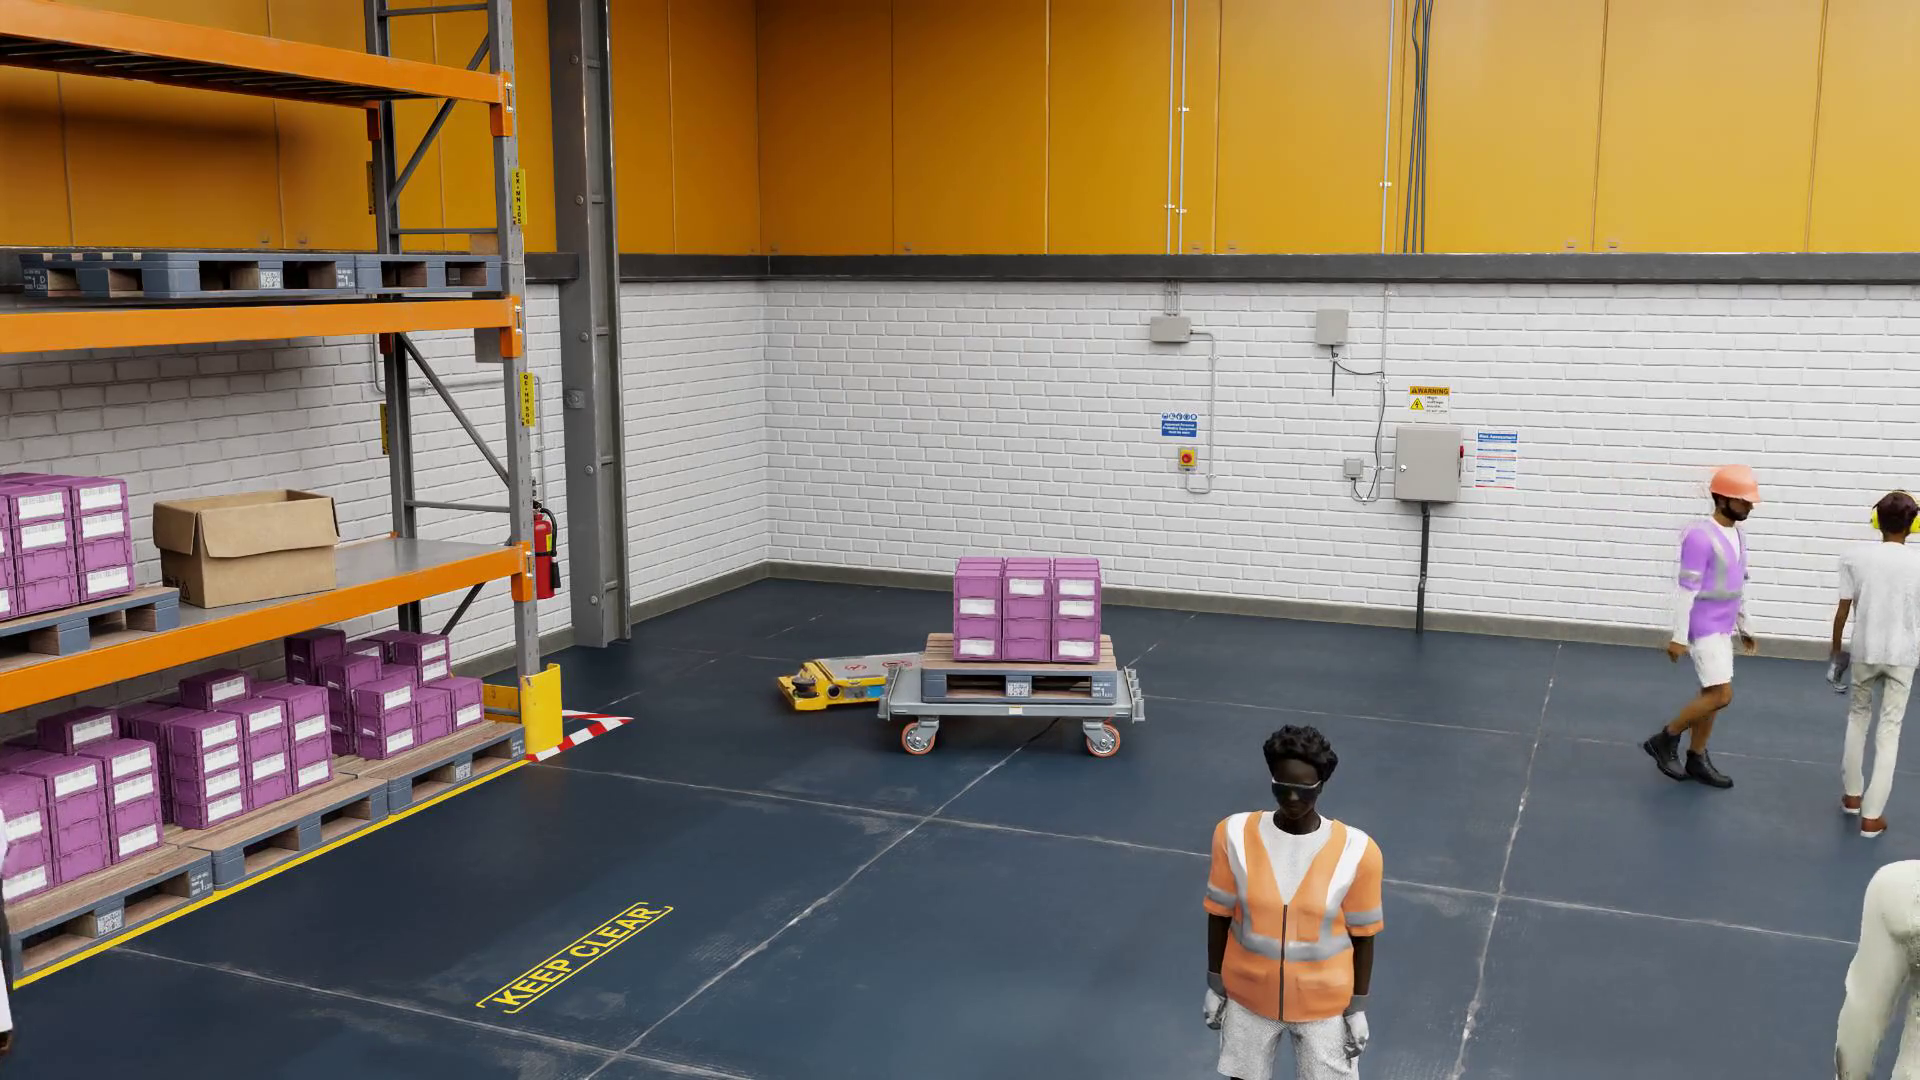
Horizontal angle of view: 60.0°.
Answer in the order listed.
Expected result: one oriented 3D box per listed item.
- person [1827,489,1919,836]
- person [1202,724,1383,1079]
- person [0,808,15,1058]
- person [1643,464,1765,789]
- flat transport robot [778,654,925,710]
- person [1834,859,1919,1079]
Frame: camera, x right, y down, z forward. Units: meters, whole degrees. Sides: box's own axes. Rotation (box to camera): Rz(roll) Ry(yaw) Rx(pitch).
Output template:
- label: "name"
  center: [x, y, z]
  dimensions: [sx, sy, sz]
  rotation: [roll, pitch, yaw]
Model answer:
- label: "person"
  center: [5.031, 0.643, 8.993]
  dimensions: [0.526, 1.844, 0.713]
  rotation: [7, 12, 37]
- label: "person"
  center: [0.984, 1.374, 4.992]
  dimensions: [0.534, 1.699, 0.318]
  rotation: [3, 10, 18]
- label: "person"
  center: [-2.776, 1.355, 4.463]
  dimensions: [0.499, 1.905, 0.624]
  rotation: [2, 10, 10]
- label: "person"
  center: [4.359, 0.503, 9.604]
  dimensions: [0.449, 1.917, 0.563]
  rotation: [9, 13, 44]
- label: "flat transport robot"
  center: [-0.520, 0.975, 11.722]
  dimensions: [1.431, 0.197, 0.652]
  rotation: [-3, 10, -16]
- label: "person"
  center: [2.531, 1.374, 4.151]
  dimensions: [0.646, 1.968, 0.806]
  rotation: [4, 10, 22]
